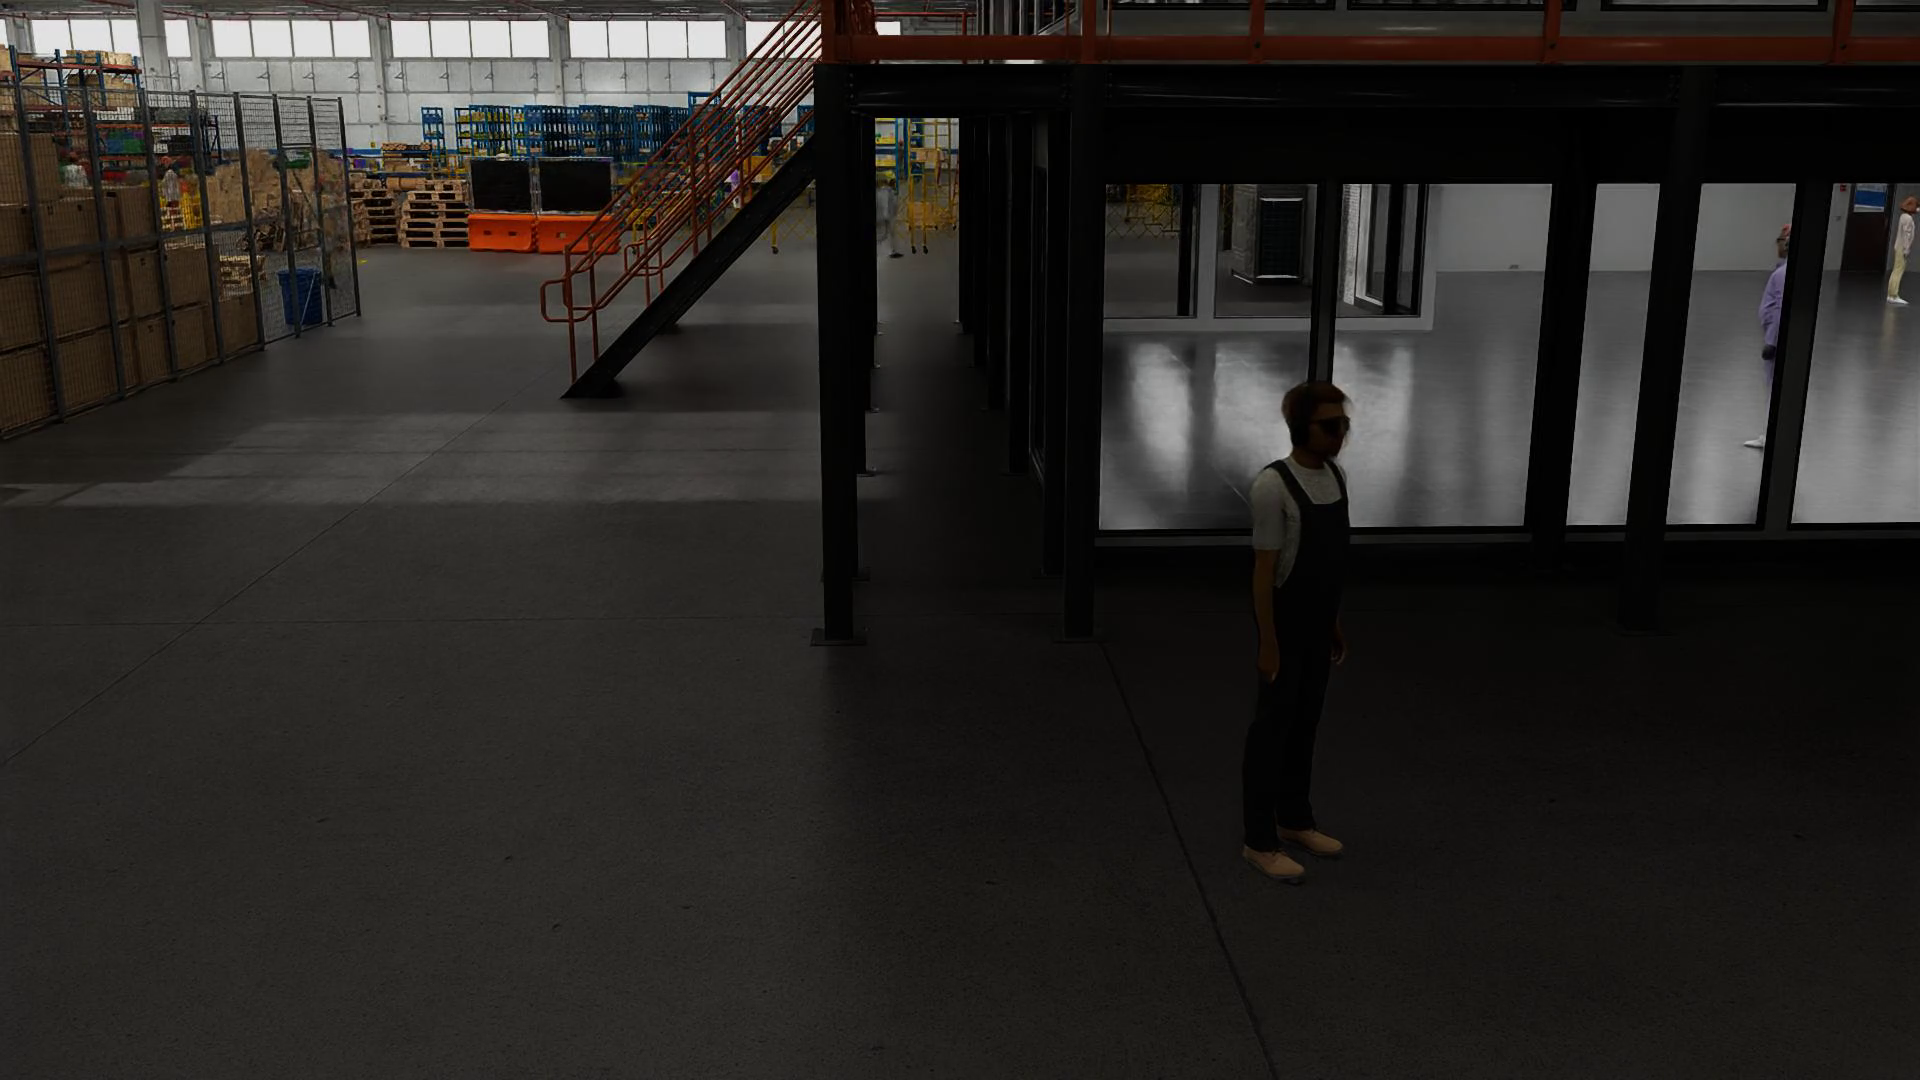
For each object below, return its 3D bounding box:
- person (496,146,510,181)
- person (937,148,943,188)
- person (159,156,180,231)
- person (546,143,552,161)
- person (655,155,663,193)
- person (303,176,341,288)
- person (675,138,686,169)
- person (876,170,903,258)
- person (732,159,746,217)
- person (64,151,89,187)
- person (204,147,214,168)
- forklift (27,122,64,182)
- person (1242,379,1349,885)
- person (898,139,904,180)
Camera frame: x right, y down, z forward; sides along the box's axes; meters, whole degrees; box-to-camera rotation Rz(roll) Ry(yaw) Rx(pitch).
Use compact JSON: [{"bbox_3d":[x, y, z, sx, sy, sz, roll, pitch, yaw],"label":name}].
[{"bbox_3d":[-19.030,-15.495,69.386,0.589,1.835,0.404,-2,14,-10],"label":"person"},{"bbox_3d":[-0.928,-16.222,72.448,0.335,1.775,0.532,4,15,16],"label":"person"},{"bbox_3d":[-18.485,-7.972,38.990,0.376,1.995,0.609,-4,15,-16],"label":"person"},{"bbox_3d":[-23.141,-21.417,93.257,0.699,1.734,0.559,0,14,0],"label":"person"},{"bbox_3d":[-11.481,-13.991,63.820,0.342,1.622,0.499,-2,14,-7],"label":"person"},{"bbox_3d":[-10.884,-5.248,28.329,0.565,1.883,0.984,-11,18,-38],"label":"person"},{"bbox_3d":[-14.240,-19.396,84.588,0.605,2.034,0.411,4,15,15],"label":"person"},{"bbox_3d":[-1.523,-6.764,34.523,0.611,1.818,0.607,0,14,1],"label":"person"},{"bbox_3d":[-5.610,-8.768,42.291,0.371,1.935,0.551,1,14,4],"label":"person"},{"bbox_3d":[-23.823,-9.457,44.862,0.631,2.028,0.634,1,14,6],"label":"person"},{"bbox_3d":[-29.823,-14.732,66.293,0.785,1.862,0.673,-8,16,-30],"label":"person"},{"bbox_3d":[-35.376,-14.773,64.377,1.129,2.768,1.873,-1,14,-2],"label":"forklift"},{"bbox_3d":[1.254,0.330,6.114,0.345,1.847,0.508,13,19,42],"label":"person"},{"bbox_3d":[-2.973,-18.995,83.050,0.393,1.990,0.617,4,15,15],"label":"person"}]
